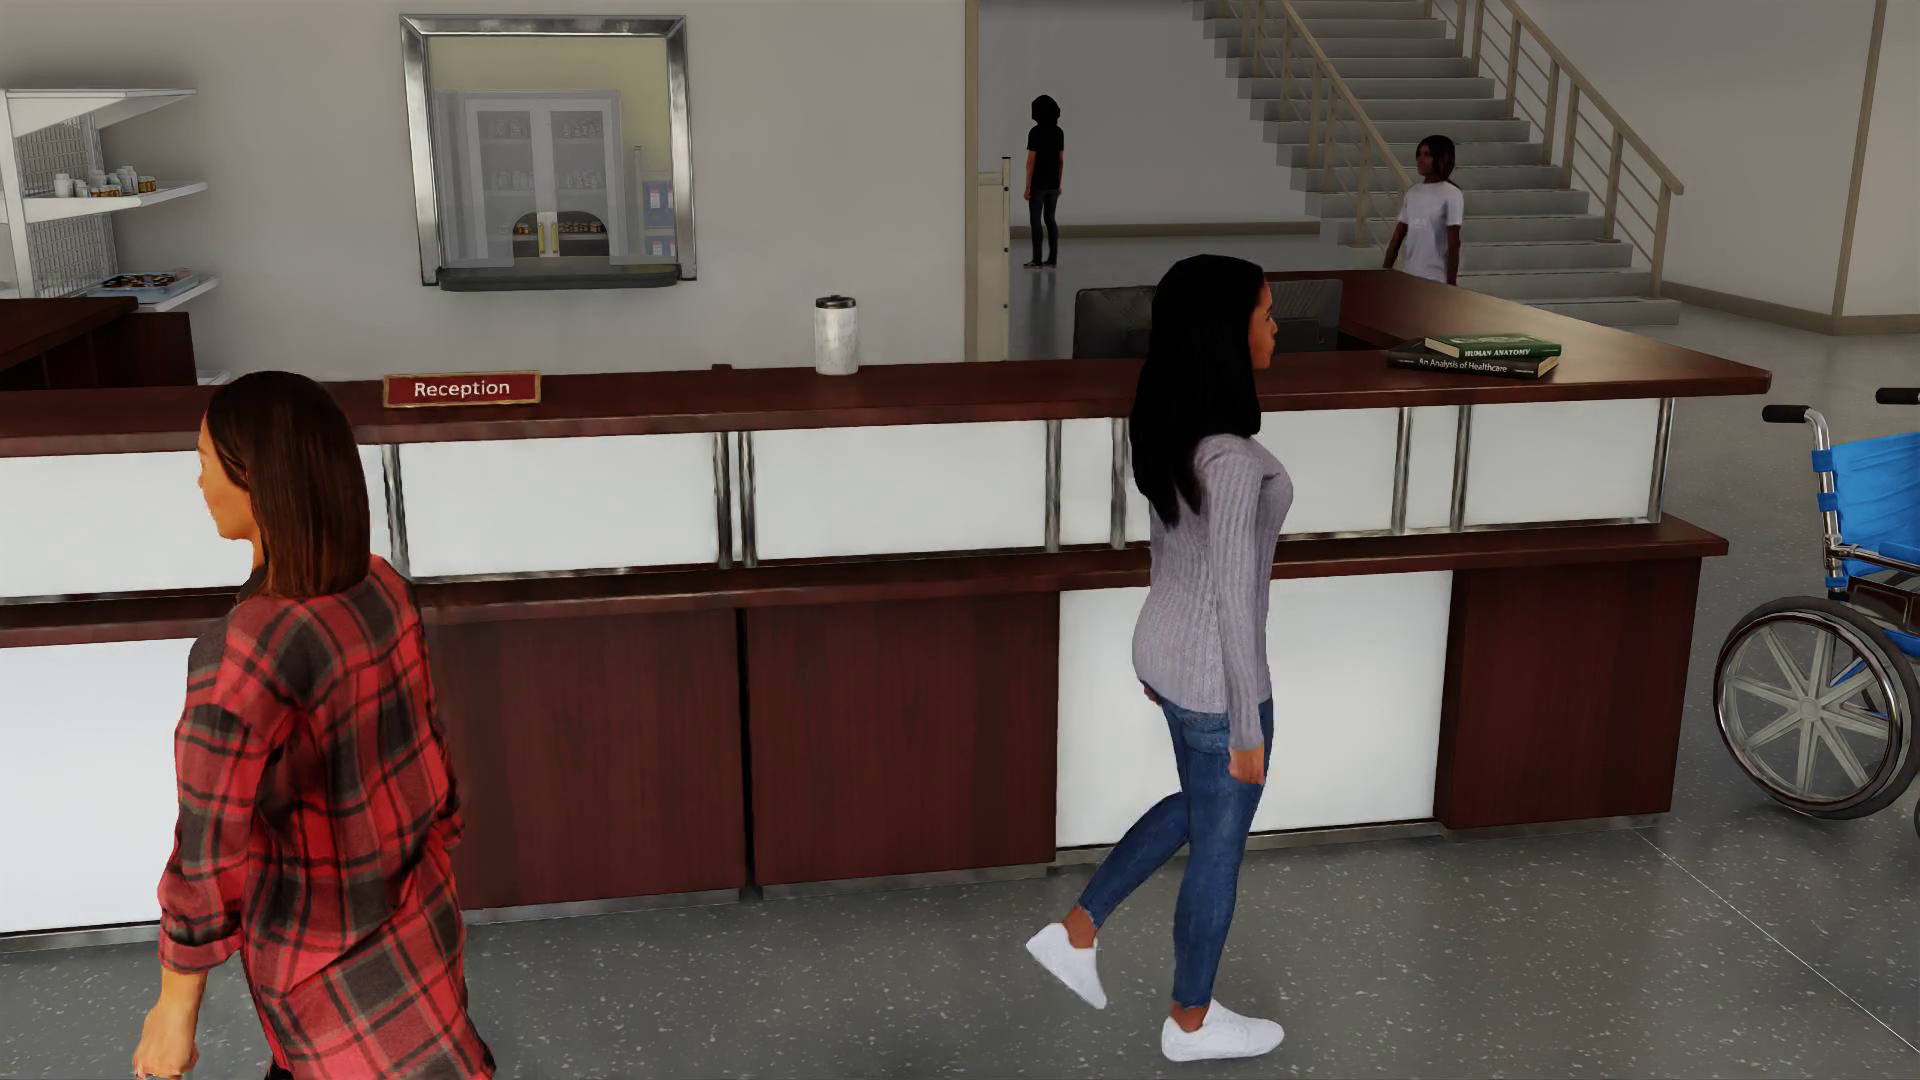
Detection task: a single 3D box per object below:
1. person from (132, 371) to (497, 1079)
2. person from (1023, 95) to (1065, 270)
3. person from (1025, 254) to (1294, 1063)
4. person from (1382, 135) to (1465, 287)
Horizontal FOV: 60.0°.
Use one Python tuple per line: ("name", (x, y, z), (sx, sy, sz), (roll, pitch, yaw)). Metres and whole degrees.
("person", (-0.767, 0.614, 2.345), (0.809, 1.676, 0.872), (1, 16, 2))
("person", (0.908, -3.847, 17.869), (0.707, 1.827, 0.690), (-11, 19, -35))
("person", (0.402, 0.295, 3.392), (0.684, 1.722, 0.717), (-3, 16, -12))
("person", (2.782, -1.494, 9.768), (0.778, 1.706, 0.790), (-7, 17, -25))
